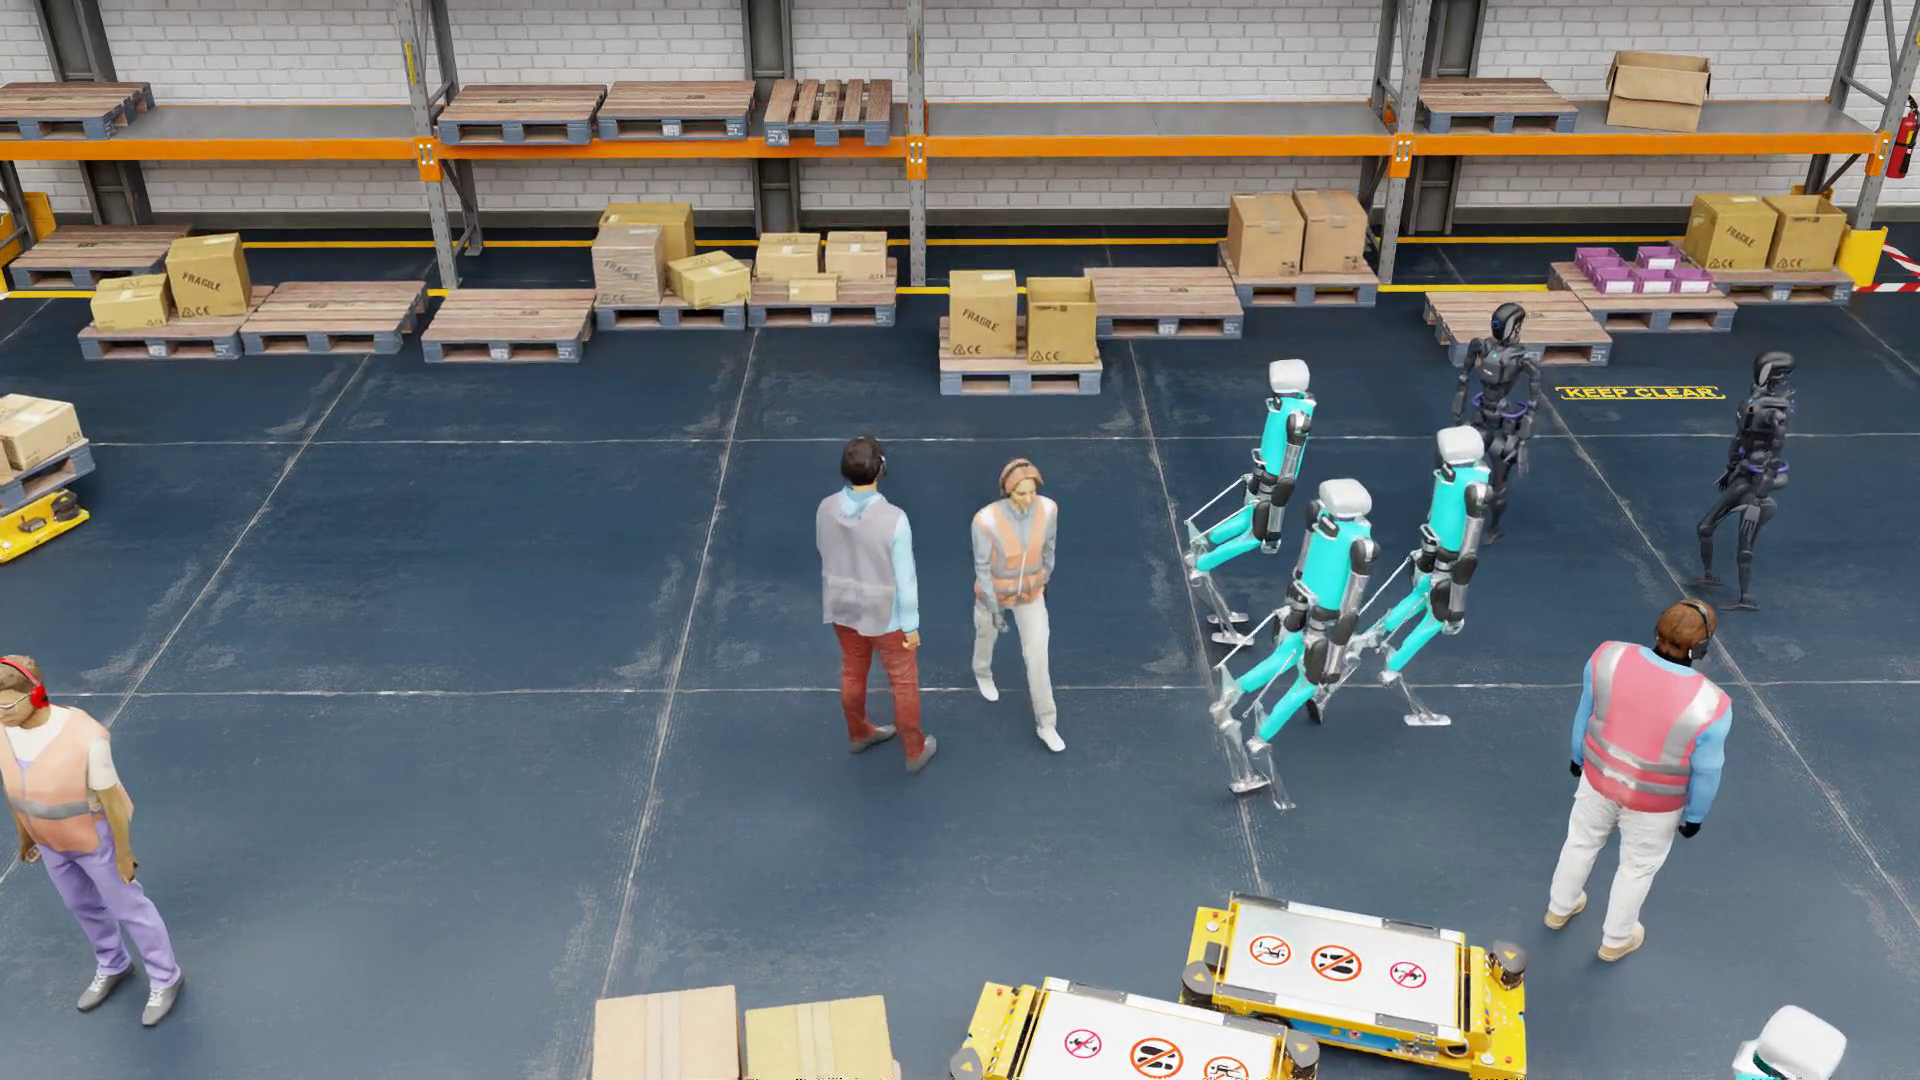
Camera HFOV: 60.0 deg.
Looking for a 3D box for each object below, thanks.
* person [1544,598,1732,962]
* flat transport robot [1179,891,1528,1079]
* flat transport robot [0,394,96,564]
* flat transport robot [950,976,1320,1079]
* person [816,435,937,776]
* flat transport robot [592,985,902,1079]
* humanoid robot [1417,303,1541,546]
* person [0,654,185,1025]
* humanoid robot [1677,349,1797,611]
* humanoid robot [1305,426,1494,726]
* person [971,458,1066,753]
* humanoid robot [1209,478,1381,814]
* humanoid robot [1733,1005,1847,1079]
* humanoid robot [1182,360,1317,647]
[{"bbox_3d":[2.919,1.041,7.165,0.636,1.832,0.430,27,40,37],"label":"person"},{"bbox_3d":[1.704,1.923,7.210,1.431,0.231,0.659,8,32,13],"label":"flat transport robot"},{"bbox_3d":[-6.420,-0.223,10.782,1.431,0.231,0.659,15,34,23],"label":"flat transport robot"},{"bbox_3d":[0.712,2.178,6.785,1.431,0.231,0.659,8,32,14],"label":"flat transport robot"},{"bbox_3d":[-0.439,0.355,8.266,0.549,1.866,0.482,15,34,23],"label":"person"},{"bbox_3d":[-0.757,2.590,6.100,0.659,0.231,1.431,-4,31,-7],"label":"flat transport robot"},{"bbox_3d":[3.232,-0.654,10.151,0.641,1.637,0.601,-23,38,-33],"label":"humanoid robot"},{"bbox_3d":[-3.630,1.216,6.865,0.562,1.837,0.377,9,32,14],"label":"person"},{"bbox_3d":[4.558,-0.324,9.590,0.426,1.645,0.601,3,31,5],"label":"humanoid robot"},{"bbox_3d":[2.200,0.274,8.579,0.901,1.805,0.552,-3,31,-5],"label":"humanoid robot"},{"bbox_3d":[0.285,0.283,8.650,0.497,1.586,0.843,-11,33,-17],"label":"person"},{"bbox_3d":[1.530,0.571,8.077,0.820,1.792,0.545,-10,32,-16],"label":"humanoid robot"},{"bbox_3d":[2.681,2.244,5.240,0.995,1.733,0.550,20,36,30],"label":"humanoid robot"},{"bbox_3d":[1.524,-0.194,9.211,0.745,1.691,0.531,0,31,-1],"label":"humanoid robot"}]
